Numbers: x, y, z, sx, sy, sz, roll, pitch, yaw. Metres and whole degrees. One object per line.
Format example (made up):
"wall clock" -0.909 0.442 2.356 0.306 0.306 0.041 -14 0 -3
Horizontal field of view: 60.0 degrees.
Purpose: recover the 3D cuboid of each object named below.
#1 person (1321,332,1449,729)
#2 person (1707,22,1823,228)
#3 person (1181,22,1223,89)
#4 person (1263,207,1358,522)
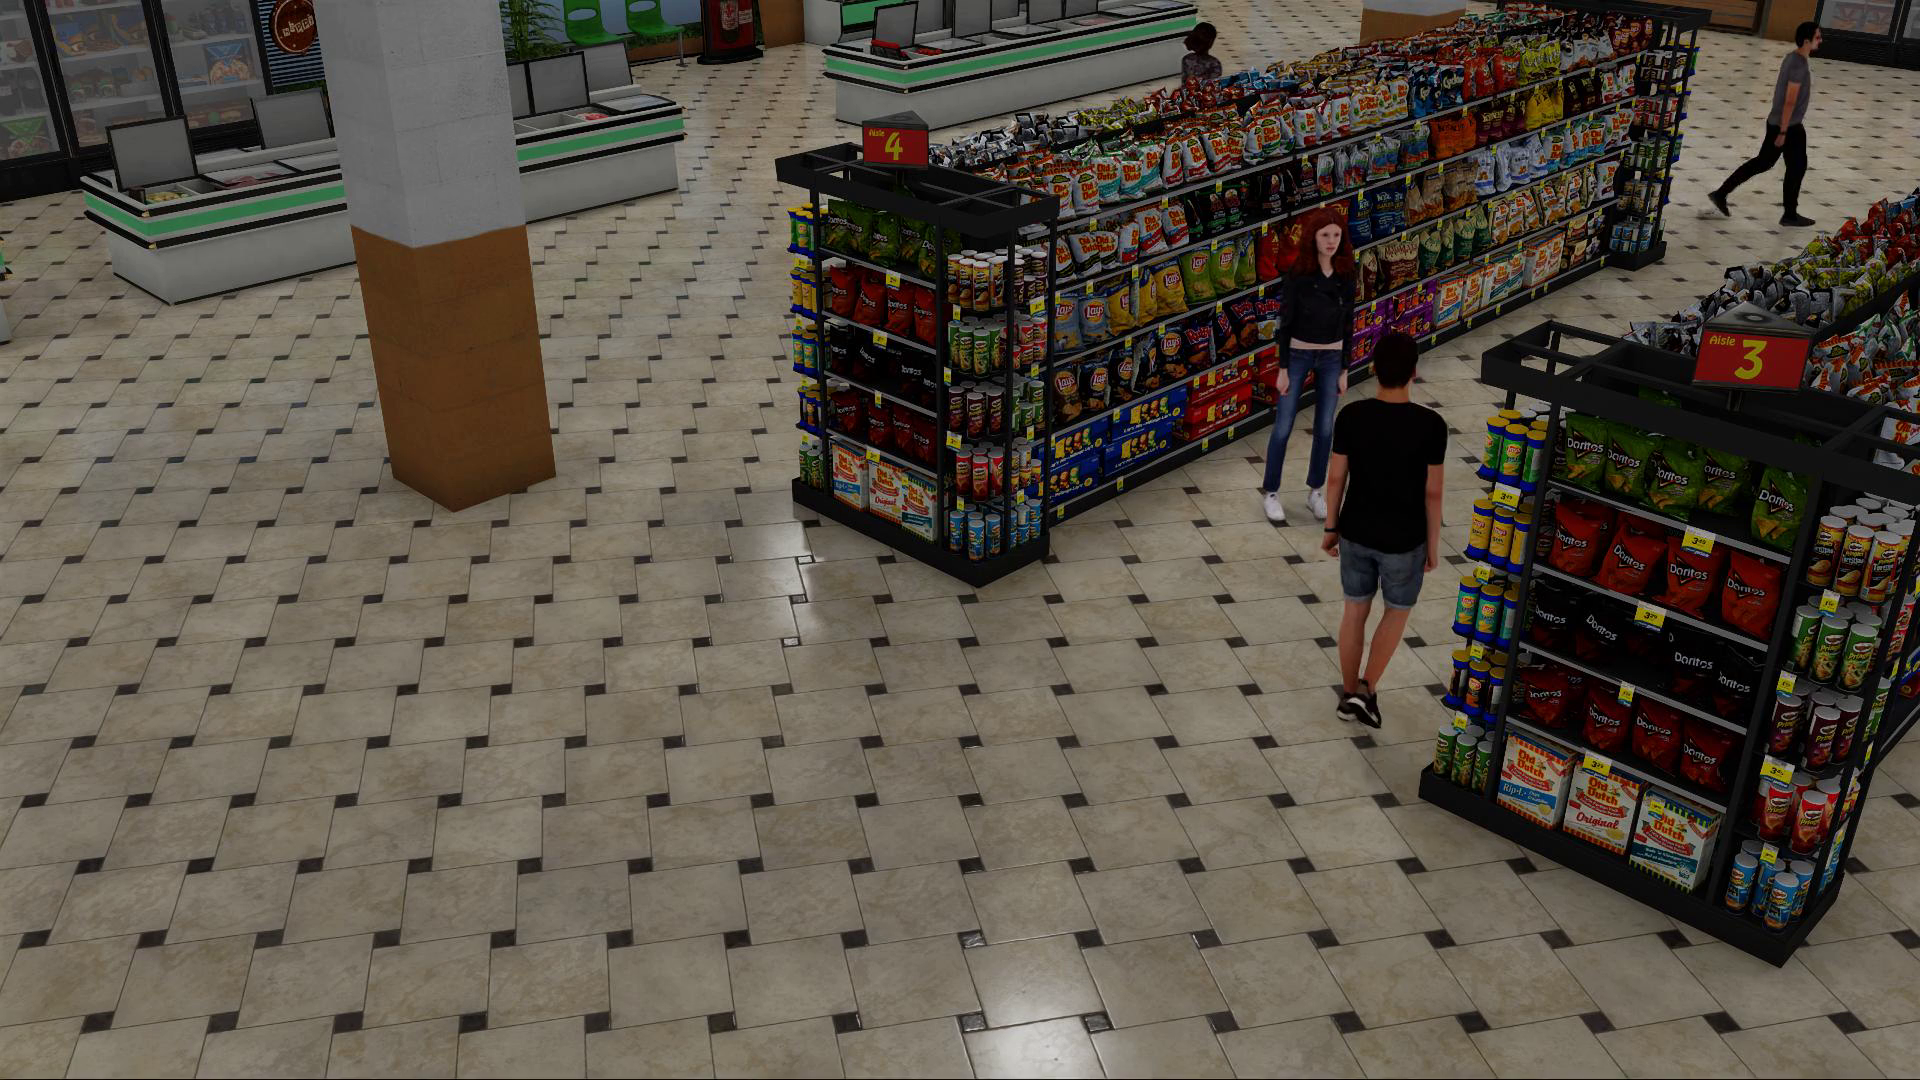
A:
"person" 1.795 0.022 7.175 0.816 1.834 0.937 12 29 23
"person" 7.063 -3.600 14.425 1.079 1.736 1.135 5 27 9
"person" 2.083 -3.642 14.530 0.569 1.715 0.567 -21 34 -36
"person" 1.929 -0.949 9.143 0.633 1.786 0.705 -2 27 -4
